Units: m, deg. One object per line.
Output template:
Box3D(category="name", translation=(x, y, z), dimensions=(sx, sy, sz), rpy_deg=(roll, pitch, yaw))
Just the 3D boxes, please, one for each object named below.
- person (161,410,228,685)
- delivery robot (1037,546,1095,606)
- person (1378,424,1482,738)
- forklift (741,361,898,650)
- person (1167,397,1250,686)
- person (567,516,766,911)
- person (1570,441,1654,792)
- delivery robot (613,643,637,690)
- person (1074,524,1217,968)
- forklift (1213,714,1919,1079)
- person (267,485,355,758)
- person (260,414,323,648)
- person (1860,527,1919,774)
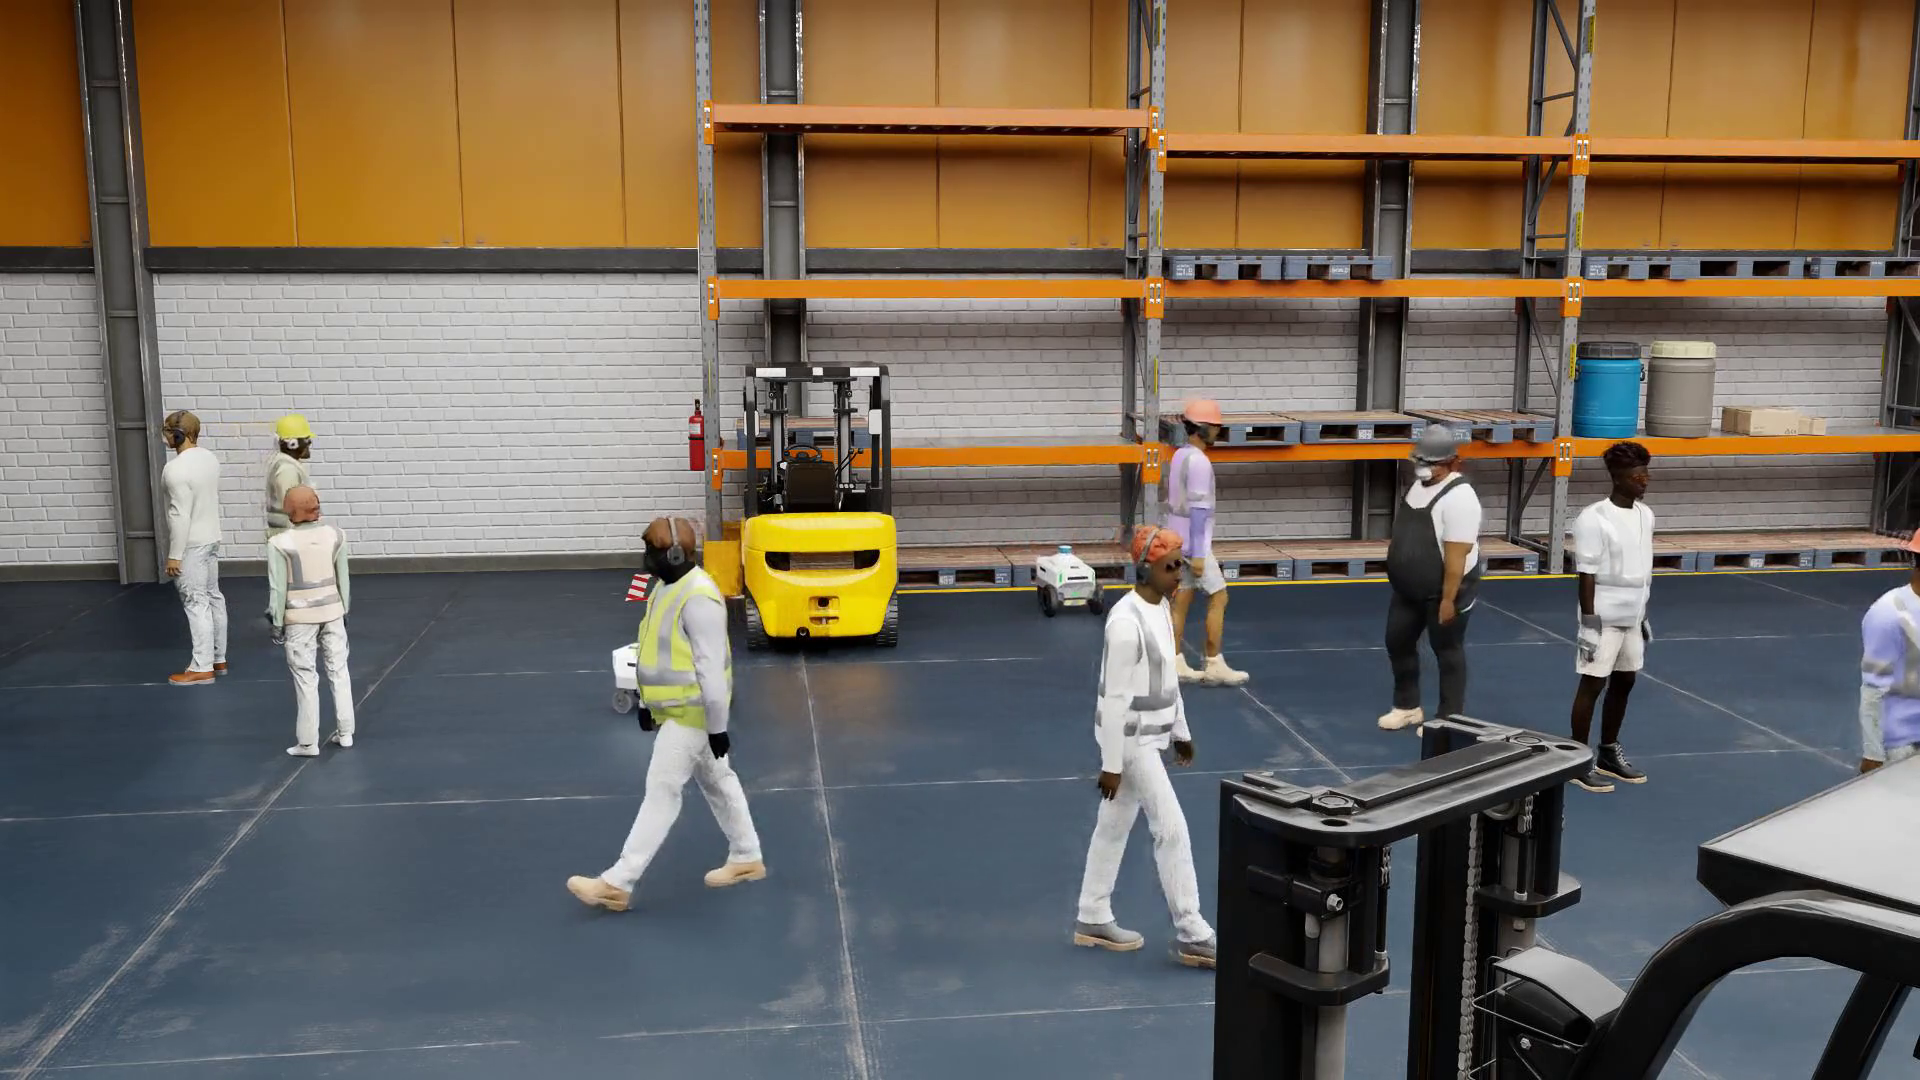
Box3D(category="person", translation=(-5.411, 0.051, 11.722), dimensions=(0.372, 1.940, 0.631), rpy_deg=(0, 9, -3))
Box3D(category="delivery robot", translation=(0.901, 0.294, 14.218), dimensions=(0.477, 0.478, 0.707), rpy_deg=(-2, 9, -14))
Box3D(category="person", translation=(2.913, 0.245, 10.190), dimensions=(0.581, 2.000, 0.699), rpy_deg=(-3, 10, -19))
Box3D(category="forklift", translation=(-1.154, -0.340, 13.365), dimensions=(1.214, 2.155, 2.313), rpy_deg=(-1, 9, -7))
Box3D(category="person", translation=(1.754, 0.019, 11.631), dimensions=(0.690, 2.026, 0.645), rpy_deg=(-1, 9, -9))
Box3D(category="person", translation=(-1.332, 0.780, 7.632), dimensions=(0.981, 1.786, 0.661), rpy_deg=(-4, 10, -21))
Box3D(category="person", translation=(3.683, 0.423, 9.329), dimensions=(0.645, 1.963, 0.385), rpy_deg=(-6, 11, -34))
Box3D(category="delivery robot", translation=(-1.909, 0.825, 10.902), dimensions=(0.707, 0.478, 0.477), rpy_deg=(3, 10, 20))
Box3D(category="person", translation=(0.869, 0.859, 6.930), dimensions=(0.875, 1.850, 0.605), rpy_deg=(3, 10, 18))
Box3D(category="forklift", translation=(1.441, 1.425, 2.350), dimensions=(1.214, 2.155, 2.313), rpy_deg=(-7, 12, -39))
Box3D(category="person", translation=(-3.878, 0.486, 9.949), dimensions=(0.315, 1.636, 0.514), rpy_deg=(7, 12, 38))
Box3D(category="person", translation=(-5.099, -0.055, 12.747), dimensions=(0.431, 1.820, 0.617), rpy_deg=(-4, 10, -22))
Box3D(category="person", translation=(3.987, 0.806, 7.121), dimensions=(0.595, 1.900, 0.713), rpy_deg=(-4, 10, -26))
